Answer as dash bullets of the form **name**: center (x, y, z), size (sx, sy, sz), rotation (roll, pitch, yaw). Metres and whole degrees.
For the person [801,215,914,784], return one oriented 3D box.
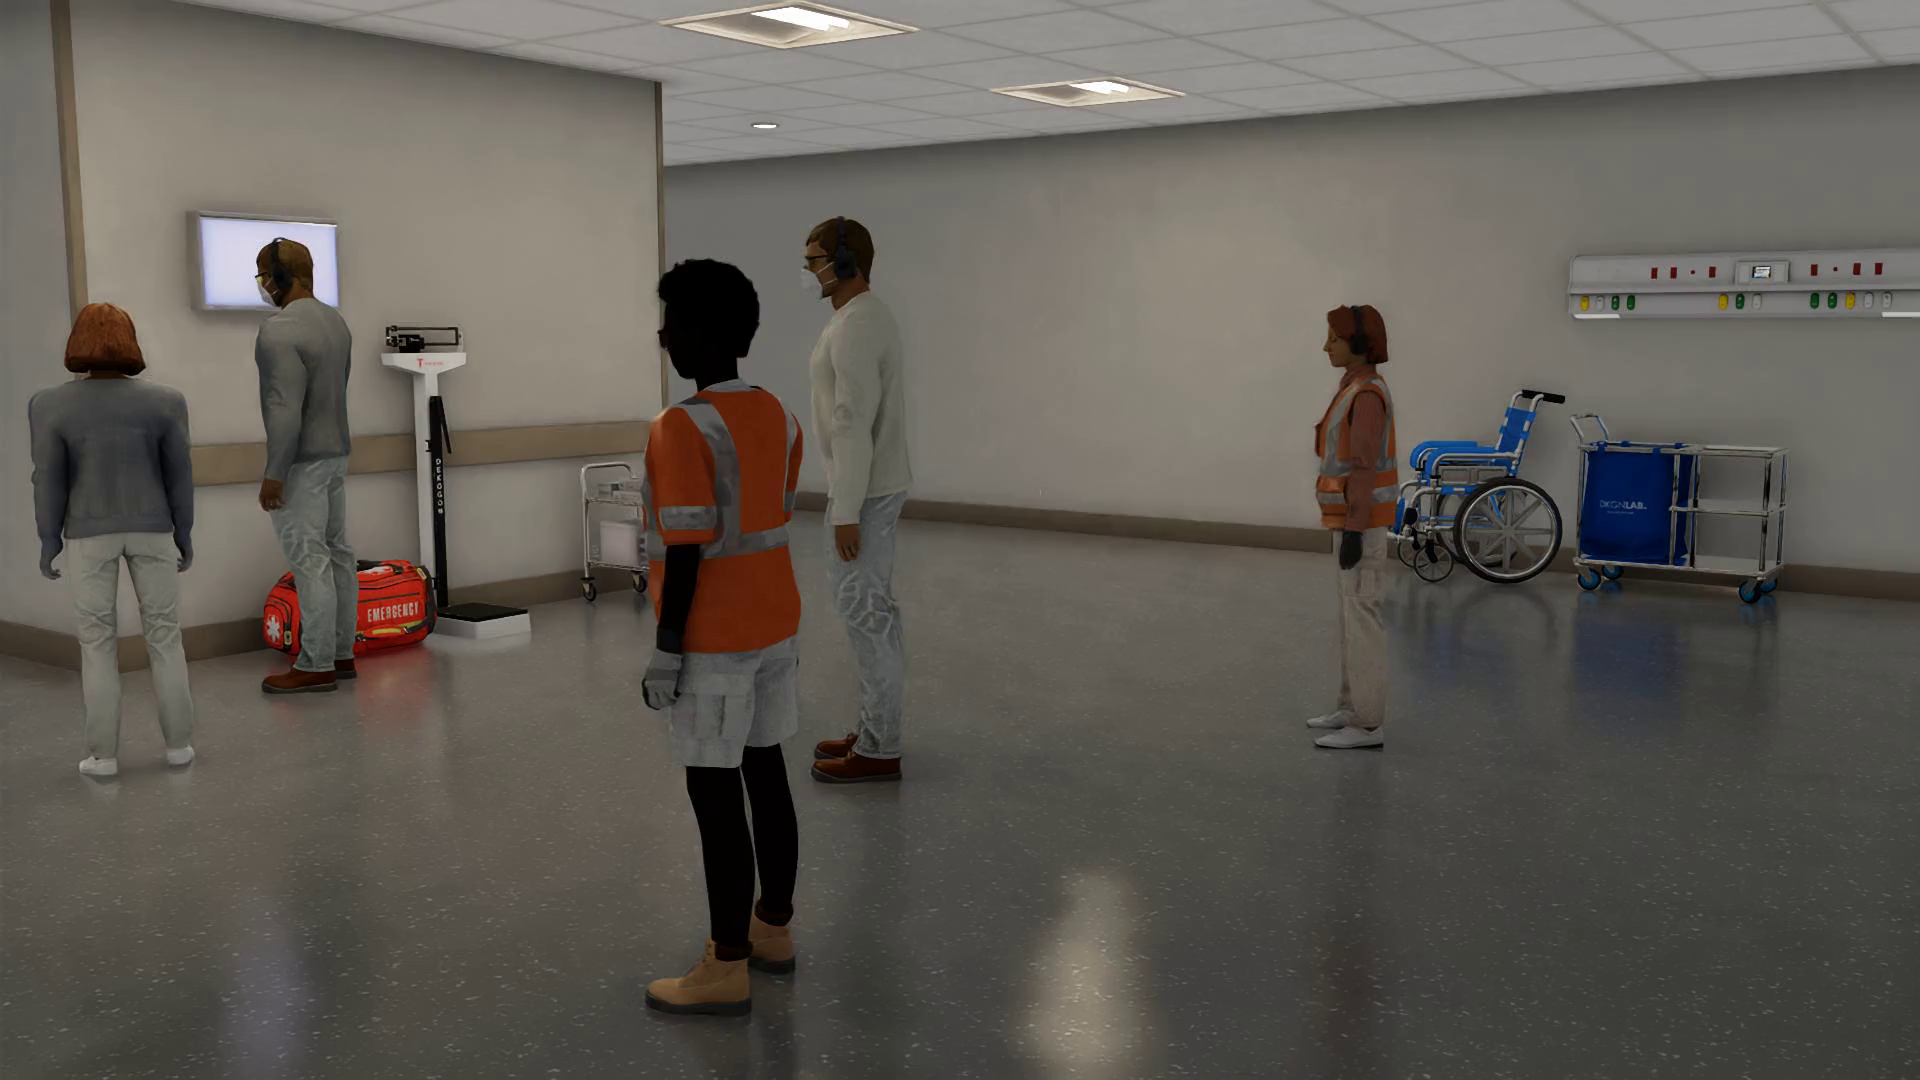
- **person**: center (-0.348, -0.135, 5.707), size (0.371, 1.932, 0.622), rotation (0, 7, 2)

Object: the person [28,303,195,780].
- **person**: center (-2.901, 0.006, 5.725), size (0.501, 1.633, 0.283), rotation (-5, 9, -34)

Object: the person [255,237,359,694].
- **person**: center (-2.802, -0.313, 7.102), size (0.373, 1.935, 0.627), rotation (0, 7, 2)

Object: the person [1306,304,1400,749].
- **person**: center (1.466, -0.051, 6.179), size (0.311, 1.635, 0.529), rotation (1, 7, 7)

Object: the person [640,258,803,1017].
- **person**: center (-0.541, 0.217, 3.777), size (0.319, 1.698, 0.532), rotation (3, 8, 20)
